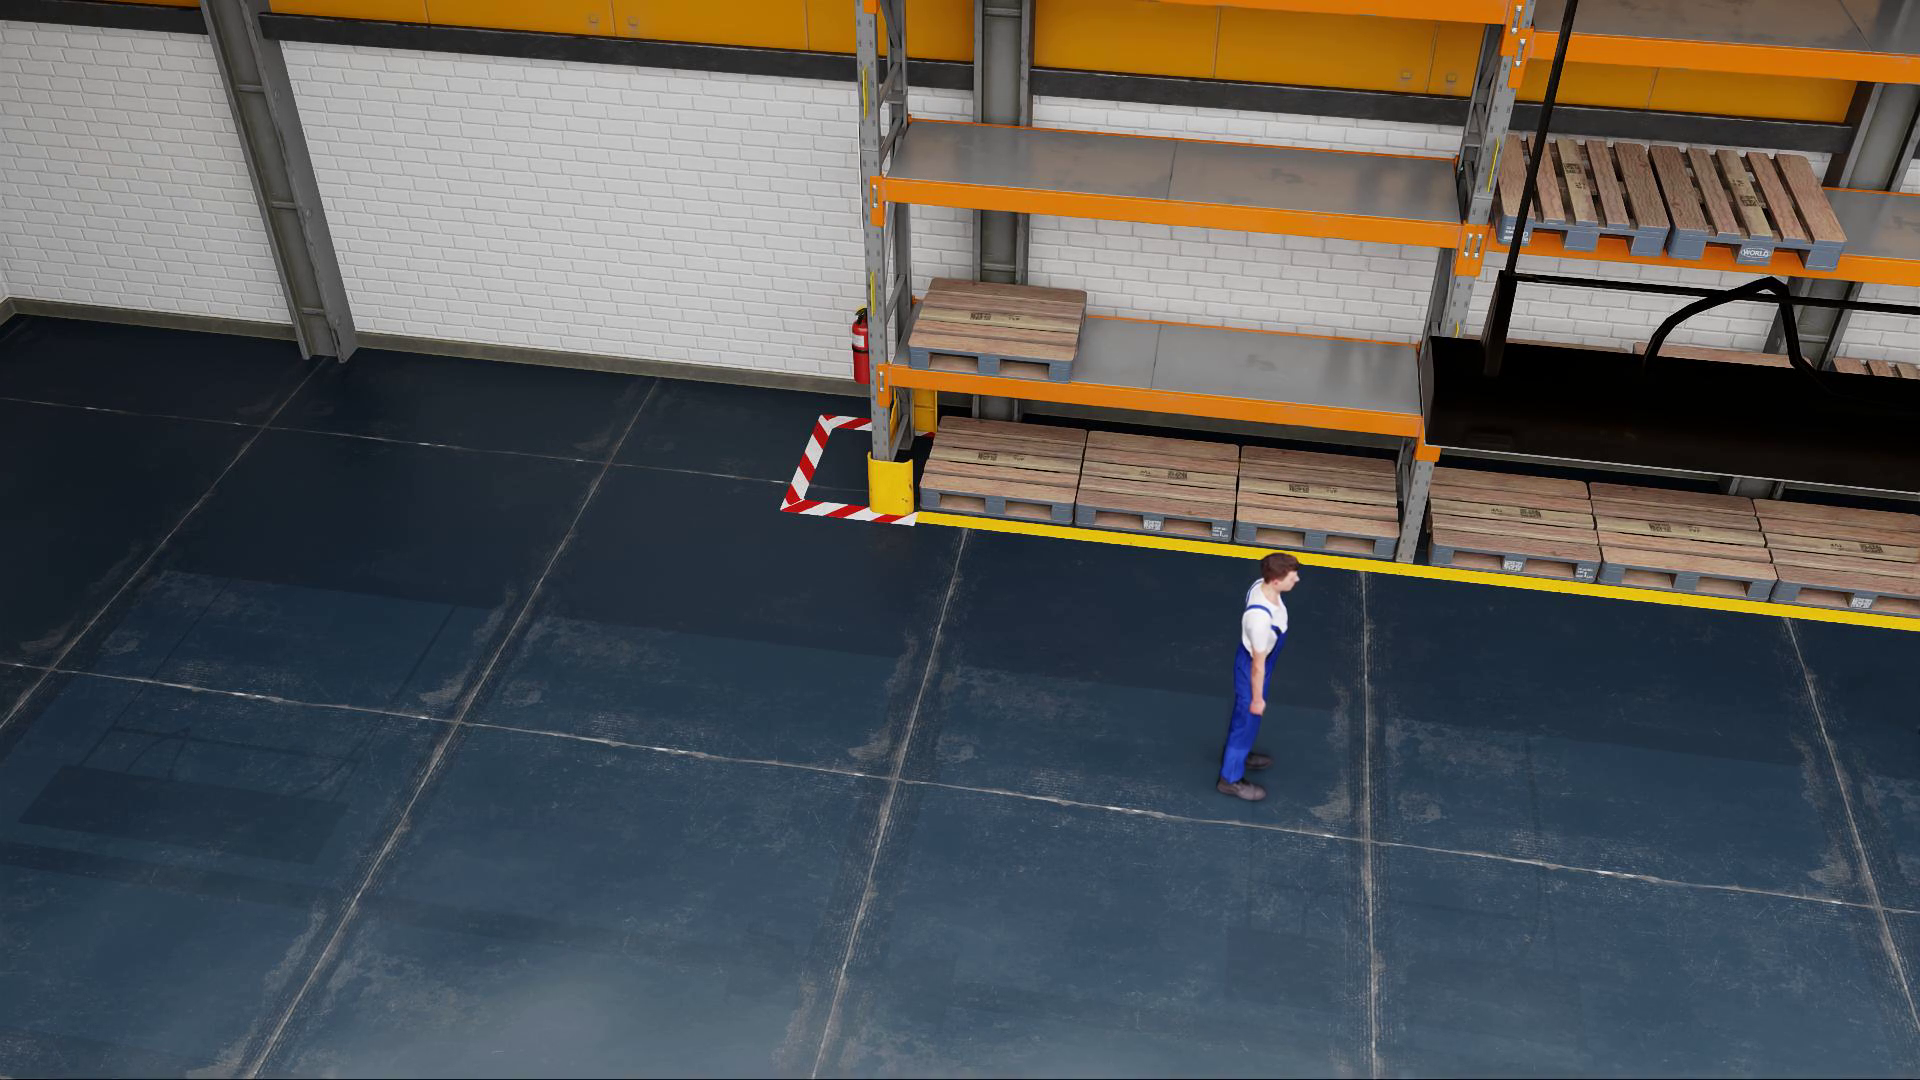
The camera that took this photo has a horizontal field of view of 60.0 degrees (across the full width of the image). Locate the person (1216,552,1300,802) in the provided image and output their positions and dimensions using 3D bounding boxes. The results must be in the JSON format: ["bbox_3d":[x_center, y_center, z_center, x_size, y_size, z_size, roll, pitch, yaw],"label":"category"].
[{"bbox_3d":[1.804,0.802,10.193,0.562,1.849,0.625,9,39,11],"label":"person"}]
